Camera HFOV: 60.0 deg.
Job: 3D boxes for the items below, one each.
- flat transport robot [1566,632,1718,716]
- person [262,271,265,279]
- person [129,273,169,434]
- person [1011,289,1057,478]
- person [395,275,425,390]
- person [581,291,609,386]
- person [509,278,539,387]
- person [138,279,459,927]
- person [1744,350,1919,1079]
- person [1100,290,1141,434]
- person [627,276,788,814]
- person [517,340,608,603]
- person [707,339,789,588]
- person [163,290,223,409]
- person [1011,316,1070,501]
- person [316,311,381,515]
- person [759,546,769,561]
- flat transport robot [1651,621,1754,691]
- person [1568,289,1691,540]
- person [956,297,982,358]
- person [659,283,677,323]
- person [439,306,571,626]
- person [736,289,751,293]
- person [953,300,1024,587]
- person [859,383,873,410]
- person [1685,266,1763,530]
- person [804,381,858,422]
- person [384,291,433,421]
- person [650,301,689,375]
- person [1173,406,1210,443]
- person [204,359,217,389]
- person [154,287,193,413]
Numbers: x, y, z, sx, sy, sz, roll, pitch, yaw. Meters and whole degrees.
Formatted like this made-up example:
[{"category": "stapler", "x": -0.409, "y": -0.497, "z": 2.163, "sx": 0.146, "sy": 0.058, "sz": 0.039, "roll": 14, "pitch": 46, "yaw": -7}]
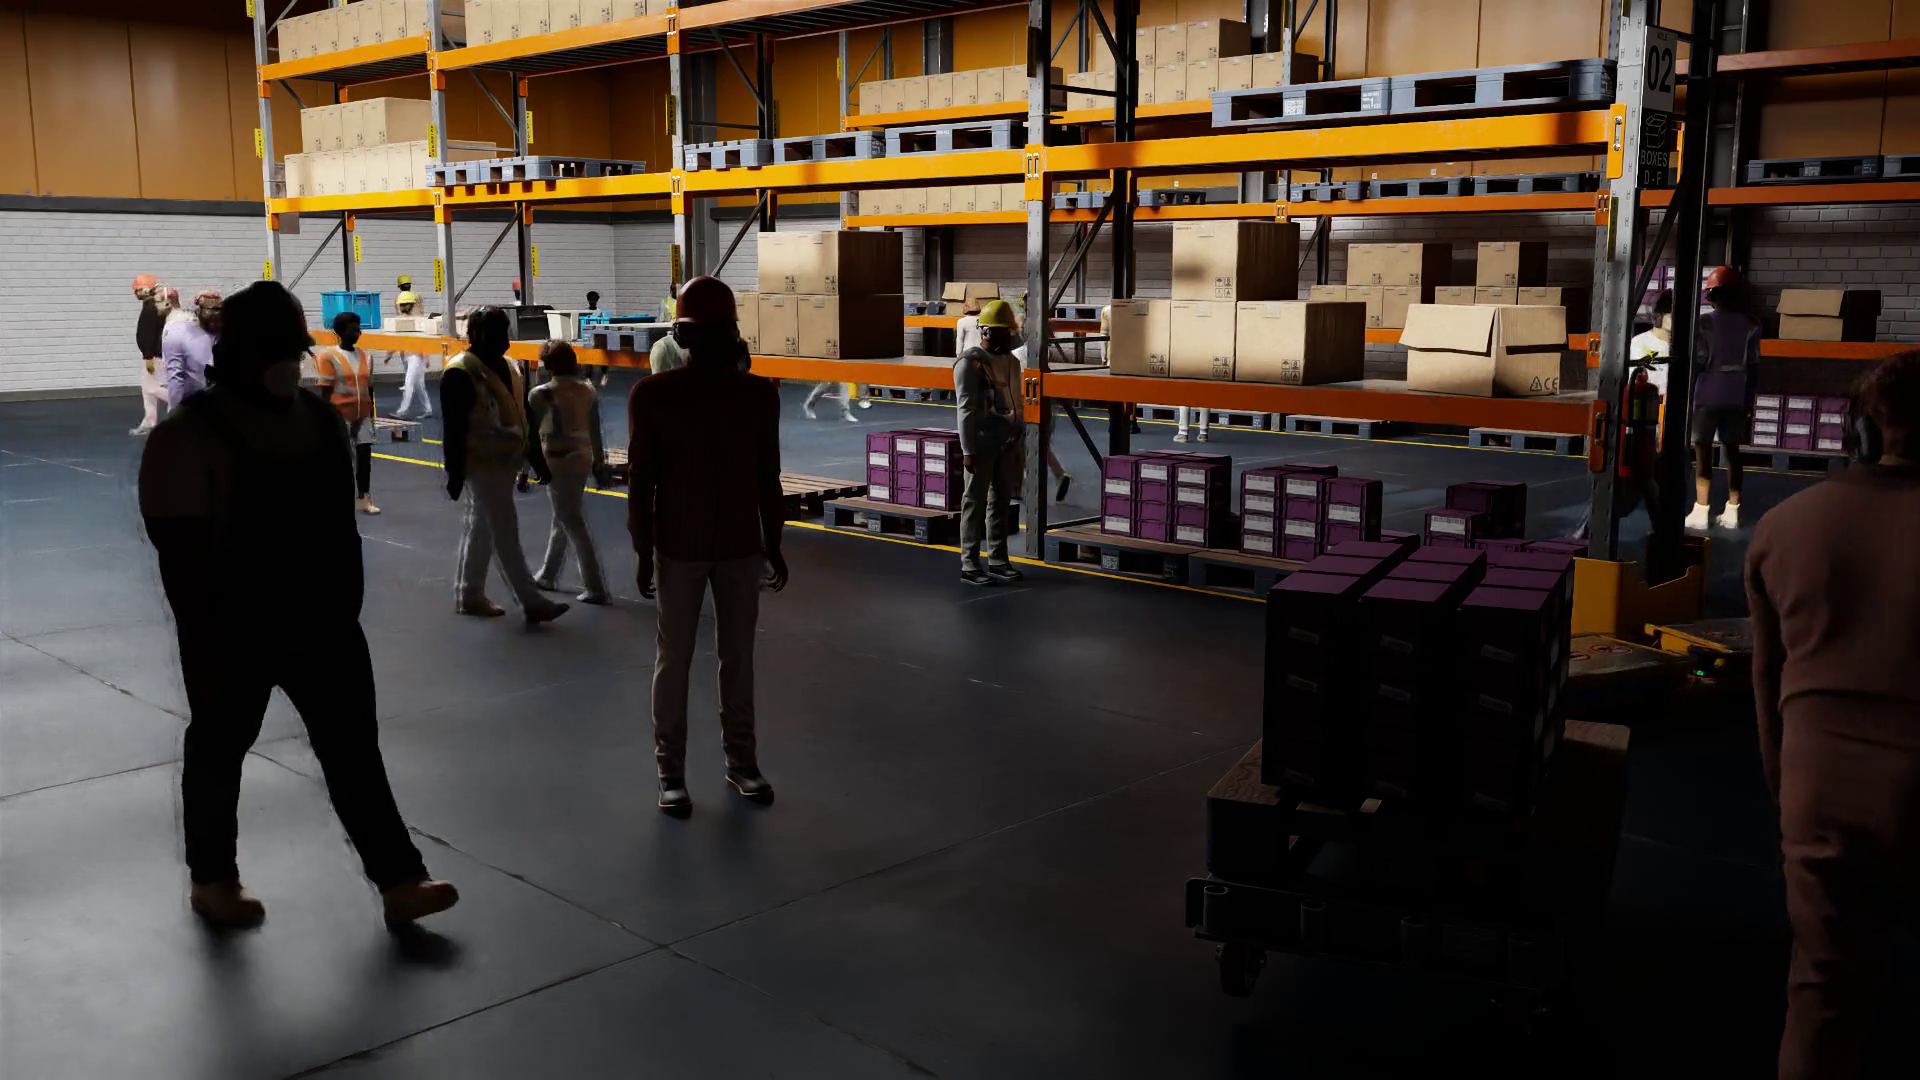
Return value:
[{"category": "flat transport robot", "x": 2.756, "y": 0.638, "z": 7.715, "sx": 1.431, "sy": 0.197, "sz": 0.652, "roll": -5, "pitch": 10, "yaw": -27}, {"category": "person", "x": -11.288, "y": -3.453, "z": 27.398, "sx": 0.395, "sy": 2.035, "sz": 0.614, "roll": 3, "pitch": 10, "yaw": 18}, {"category": "person", "x": -9.760, "y": -2.261, "z": 20.291, "sx": 0.785, "sy": 1.970, "sz": 0.621, "roll": -3, "pitch": 10, "yaw": -17}, {"category": "person", "x": 0.720, "y": -1.500, "z": 15.975, "sx": 0.561, "sy": 1.852, "sz": 0.388, "roll": -5, "pitch": 11, "yaw": -30}, {"category": "person", "x": -9.217, "y": -3.461, "z": 27.812, "sx": 0.381, "sy": 1.917, "sz": 0.585, "roll": 5, "pitch": 11, "yaw": 28}, {"category": "person", "x": -6.213, "y": -3.410, "z": 28.299, "sx": 0.563, "sy": 1.658, "sz": 0.826, "roll": -1, "pitch": 9, "yaw": -4}, {"category": "person", "x": -6.277, "y": -2.813, "z": 23.943, "sx": 0.560, "sy": 1.882, "sz": 1.014, "roll": -4, "pitch": 10, "yaw": -25}, {"category": "person", "x": -2.028, "y": 0.199, "z": 4.990, "sx": 1.003, "sy": 2.000, "sz": 0.705, "roll": 6, "pitch": 11, "yaw": 33}, {"category": "person", "x": 2.008, "y": 0.548, "z": 3.417, "sx": 0.885, "sy": 1.855, "sz": 0.719, "roll": -6, "pitch": 11, "yaw": -34}, {"category": "person", "x": 1.994, "y": -2.263, "z": 20.412, "sx": 0.547, "sy": 1.934, "sz": 0.376, "roll": 2, "pitch": 10, "yaw": 14}, {"category": "person", "x": -0.939, "y": 0.017, "z": 6.248, "sx": 0.611, "sy": 1.996, "sz": 0.379, "roll": -5, "pitch": 10, "yaw": -27}, {"category": "person", "x": -2.436, "y": -0.424, "z": 10.168, "sx": 0.857, "sy": 1.589, "sz": 0.534, "roll": 7, "pitch": 11, "yaw": 35}, {"category": "person", "x": -1.376, "y": -0.486, "z": 10.520, "sx": 0.791, "sy": 1.595, "sz": 0.518, "roll": 3, "pitch": 10, "yaw": 19}, {"category": "person", "x": -5.975, "y": -1.048, "z": 13.219, "sx": 0.666, "sy": 1.869, "sz": 0.932, "roll": -8, "pitch": 12, "yaw": -42}, {"category": "person", "x": 0.647, "y": -1.129, "z": 14.404, "sx": 0.521, "sy": 1.613, "sz": 0.710, "roll": -7, "pitch": 11, "yaw": -36}, {"category": "person", "x": -5.065, "y": -1.045, "z": 13.691, "sx": 0.584, "sy": 1.681, "sz": 0.541, "roll": 7, "pitch": 11, "yaw": 36}, {"category": "person", "x": -1.645, "y": -0.797, "z": 11.529, "sx": 0.730, "sy": 1.906, "sz": 0.656, "roll": 1, "pitch": 9, "yaw": 8}, {"category": "flat transport robot", "x": 4.114, "y": 0.544, "z": 8.287, "sx": 1.431, "sy": 0.197, "sz": 0.652, "roll": -2, "pitch": 10, "yaw": -14}, {"category": "person", "x": 4.303, "y": -0.627, "z": 10.517, "sx": 0.634, "sy": 1.912, "sz": 0.908, "roll": -5, "pitch": 10, "yaw": -27}, {"category": "person", "x": 0.182, "y": -2.575, "z": 23.279, "sx": 0.500, "sy": 1.629, "sz": 0.272, "roll": -4, "pitch": 10, "yaw": -22}, {"category": "person", "x": -4.759, "y": -3.465, "z": 28.145, "sx": 0.662, "sy": 1.819, "sz": 0.608, "roll": -2, "pitch": 9, "yaw": -10}, {"category": "person", "x": -2.558, "y": -0.416, "z": 9.493, "sx": 0.894, "sy": 1.807, "sz": 0.628, "roll": 2, "pitch": 10, "yaw": 14}, {"category": "person", "x": -2.460, "y": -2.032, "z": 19.453, "sx": 0.631, "sy": 1.810, "sz": 0.871, "roll": -5, "pitch": 10, "yaw": -26}, {"category": "person", "x": 0.206, "y": -0.618, "z": 10.677, "sx": 0.403, "sy": 1.827, "sz": 0.588, "roll": 8, "pitch": 12, "yaw": 40}, {"category": "person", "x": -1.311, "y": -2.815, "z": 23.909, "sx": 0.599, "sy": 1.888, "sz": 0.889, "roll": -4, "pitch": 10, "yaw": -25}, {"category": "person", "x": 5.884, "y": -1.101, "z": 12.952, "sx": 0.611, "sy": 2.042, "sz": 0.396, "roll": -1, "pitch": 9, "yaw": -5}, {"category": "person", "x": -1.724, "y": -2.428, "z": 22.091, "sx": 0.773, "sy": 1.718, "sz": 0.489, "roll": 7, "pitch": 11, "yaw": 35}, {"category": "person", "x": -7.336, "y": -2.428, "z": 22.085, "sx": 0.542, "sy": 1.722, "sz": 0.922, "roll": 5, "pitch": 11, "yaw": 29}, {"category": "person", "x": -2.011, "y": -0.897, "z": 12.344, "sx": 0.404, "sy": 1.835, "sz": 0.587, "roll": 8, "pitch": 12, "yaw": 39}, {"category": "person", "x": 2.725, "y": -2.072, "z": 19.395, "sx": 0.584, "sy": 1.884, "sz": 0.349, "roll": -2, "pitch": 9, "yaw": -13}, {"category": "person", "x": -4.783, "y": -0.676, "z": 11.233, "sx": 0.547, "sy": 1.741, "sz": 0.711, "roll": -5, "pitch": 10, "yaw": -26}, {"category": "person", "x": -7.790, "y": -1.615, "z": 16.766, "sx": 0.843, "sy": 1.845, "sz": 0.666, "roll": -2, "pitch": 9, "yaw": -12}]
